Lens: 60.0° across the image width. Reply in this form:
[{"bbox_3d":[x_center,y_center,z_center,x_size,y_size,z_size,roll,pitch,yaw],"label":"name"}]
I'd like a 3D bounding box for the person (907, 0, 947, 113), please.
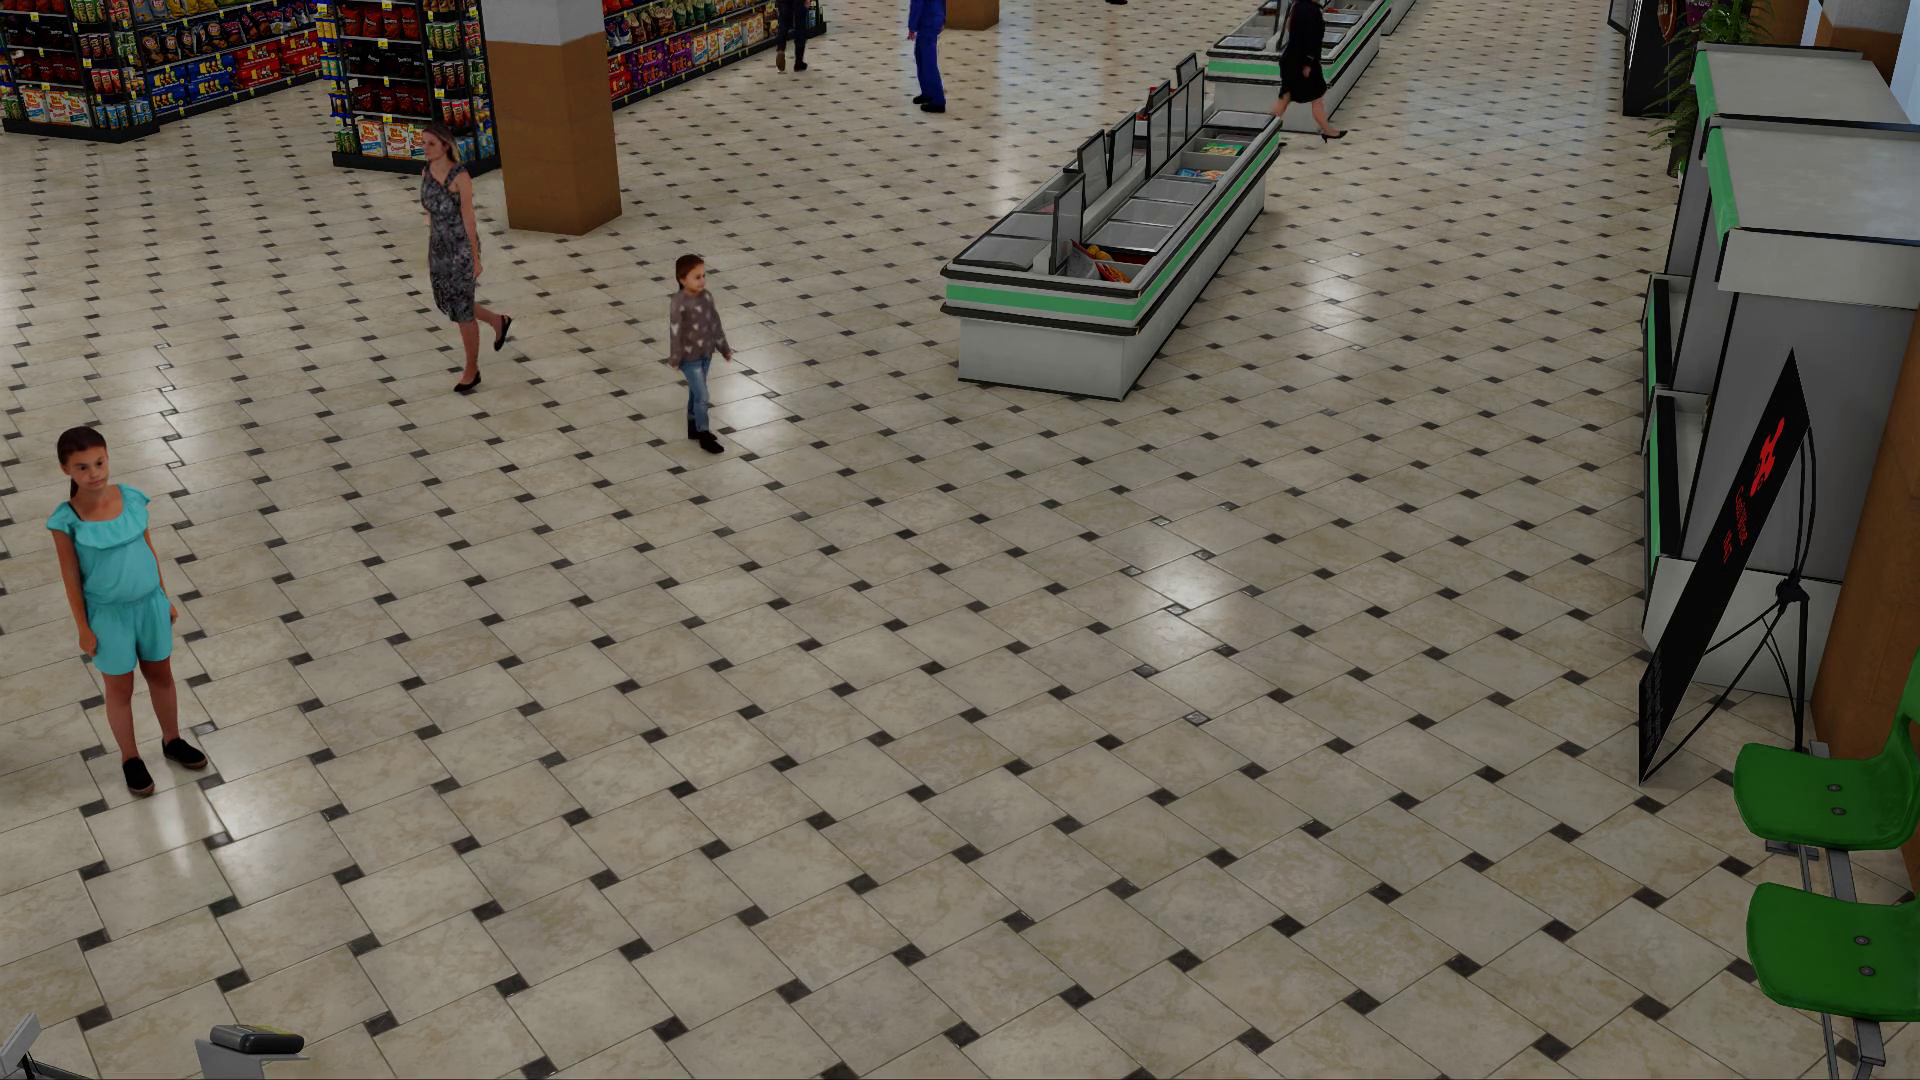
[{"bbox_3d":[-0.248,-5.474,17.696,0.840,1.813,0.651,11,29,21],"label":"person"}]

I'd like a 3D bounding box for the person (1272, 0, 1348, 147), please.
[{"bbox_3d":[3.240,-4.606,16.182,1.096,1.634,1.131,-4,27,-9],"label":"person"}]

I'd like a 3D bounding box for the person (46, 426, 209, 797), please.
[{"bbox_3d":[-3.347,0.267,6.656,0.674,1.558,0.560,21,34,35],"label":"person"}]

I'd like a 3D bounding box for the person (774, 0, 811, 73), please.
[{"bbox_3d":[-2.001,-6.406,19.494,0.689,1.848,0.925,6,27,11],"label":"person"}]

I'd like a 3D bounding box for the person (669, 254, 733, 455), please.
[{"bbox_3d":[-1.601,-1.120,9.807,0.622,1.181,0.589,17,31,30],"label":"person"}]

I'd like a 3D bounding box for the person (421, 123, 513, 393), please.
[{"bbox_3d":[-3.151,-1.833,10.653,0.685,1.688,0.935,15,31,27],"label":"person"}]
